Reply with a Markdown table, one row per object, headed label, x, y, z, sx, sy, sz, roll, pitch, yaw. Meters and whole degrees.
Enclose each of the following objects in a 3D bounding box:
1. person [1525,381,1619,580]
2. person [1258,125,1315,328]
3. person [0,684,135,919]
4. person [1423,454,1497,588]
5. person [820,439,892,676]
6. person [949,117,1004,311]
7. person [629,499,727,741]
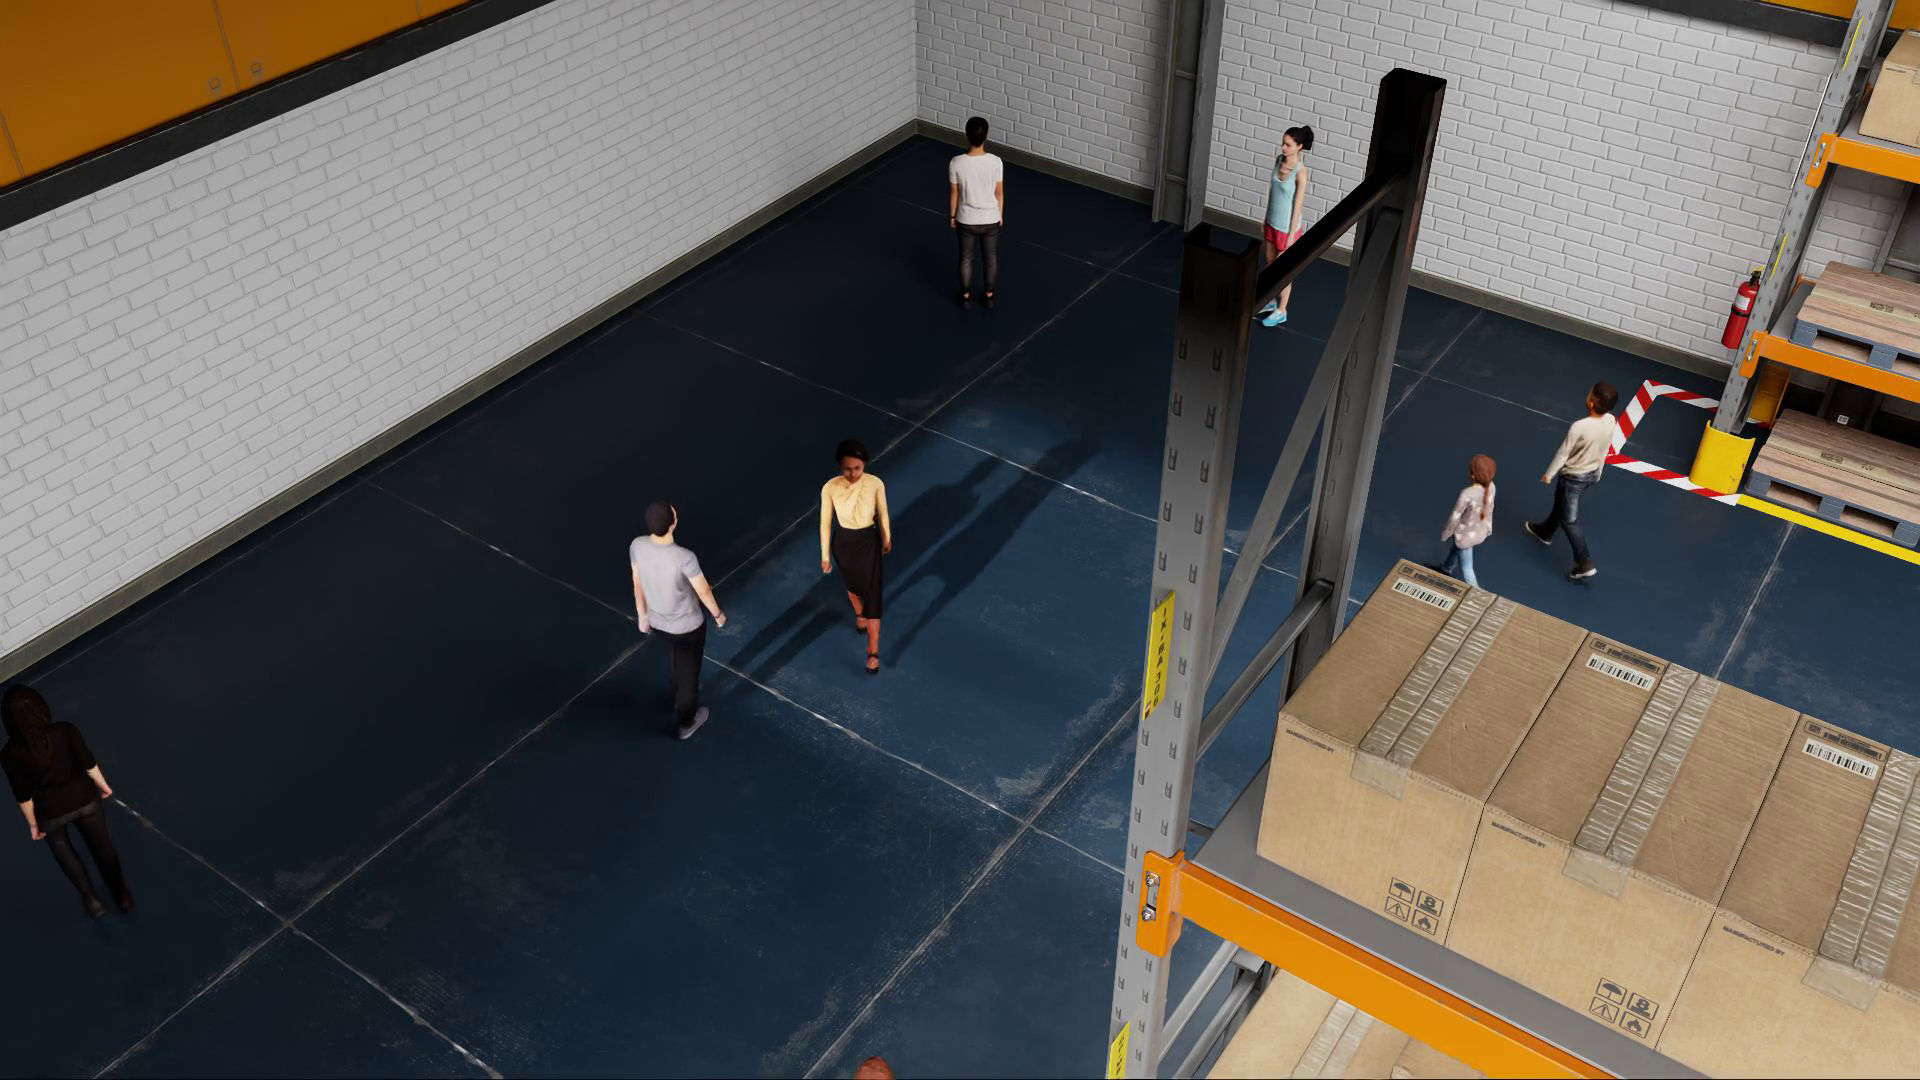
| label | x | y | z | sx | sy | sz | roll | pitch | yaw |
| --- | --- | --- | --- | --- | --- | --- | --- | --- | --- |
| person | 4.263 | -0.397 | 11.372 | 0.833 | 1.446 | 1.052 | -19 | 42 | -22 |
| person | 2.704 | -2.637 | 13.921 | 0.732 | 1.766 | 0.648 | -15 | 41 | -18 |
| person | -4.756 | 1.464 | 8.894 | 0.674 | 1.630 | 0.700 | -25 | 45 | -28 |
| person | 3.434 | -0.024 | 11.123 | 0.698 | 1.174 | 0.903 | -21 | 43 | -25 |
| person | -0.661 | 0.008 | 10.716 | 0.933 | 1.631 | 0.959 | -2 | 39 | -3 |
| person | 0.149 | -2.764 | 14.118 | 0.646 | 1.719 | 0.749 | 1 | 39 | 1 |
| person | -1.750 | 0.523 | 9.984 | 0.631 | 1.741 | 0.696 | 20 | 43 | 23 |
